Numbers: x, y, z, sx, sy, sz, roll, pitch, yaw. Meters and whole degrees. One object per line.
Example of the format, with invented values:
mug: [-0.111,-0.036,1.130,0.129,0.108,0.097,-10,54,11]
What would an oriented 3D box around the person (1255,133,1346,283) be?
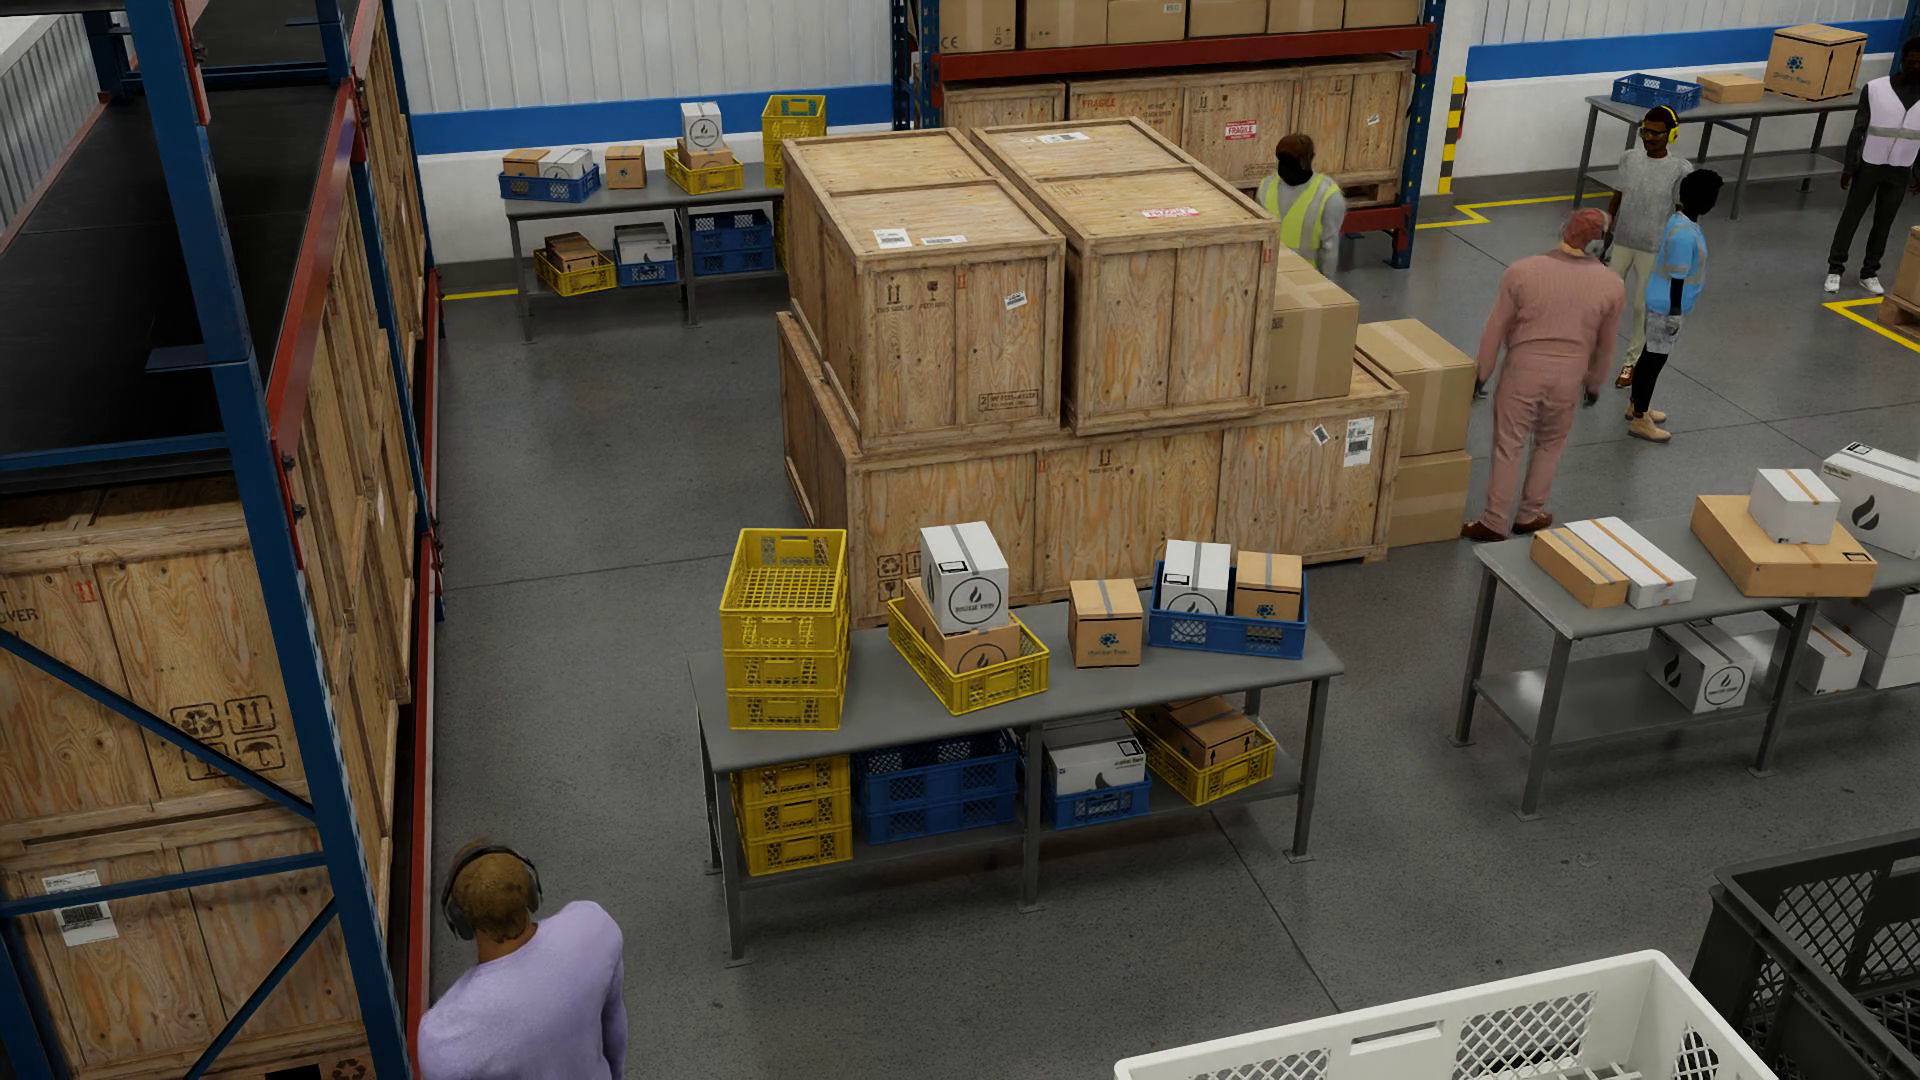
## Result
person: [2.063,-1.641,10.463,0.653,1.837,0.524,24,37,36]

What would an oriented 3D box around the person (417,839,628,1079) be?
person: [-1.120,1.605,4.464,0.372,1.935,0.629,17,33,29]

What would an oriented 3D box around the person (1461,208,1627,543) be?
person: [3.162,-0.871,9.041,0.722,1.866,0.496,3,29,6]

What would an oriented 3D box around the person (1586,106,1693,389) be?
person: [4.447,-1.922,10.931,0.533,1.869,0.311,26,38,38]

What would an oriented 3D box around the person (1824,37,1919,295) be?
person: [6.934,-2.801,12.477,0.594,1.919,0.388,5,29,9]

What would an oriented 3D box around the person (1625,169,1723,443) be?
person: [4.389,-1.454,10.262,0.318,1.694,0.533,9,30,16]
